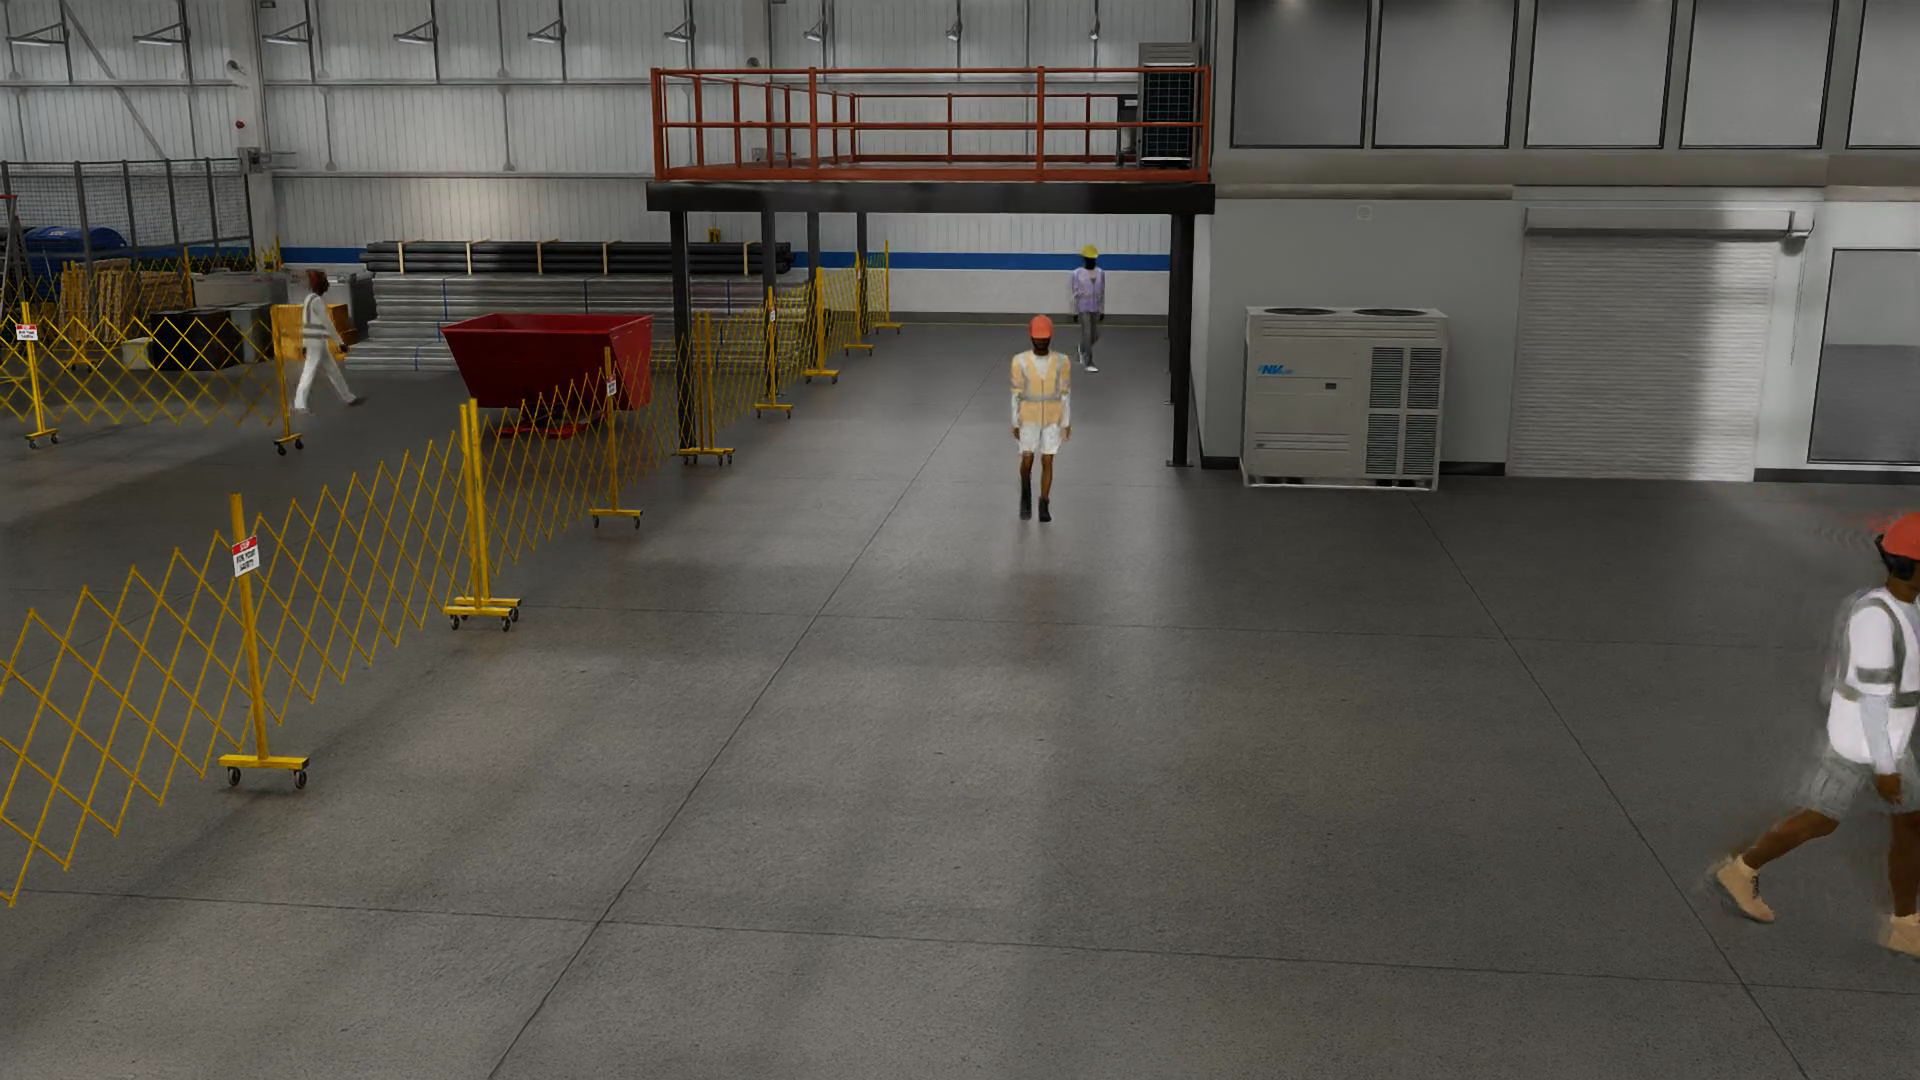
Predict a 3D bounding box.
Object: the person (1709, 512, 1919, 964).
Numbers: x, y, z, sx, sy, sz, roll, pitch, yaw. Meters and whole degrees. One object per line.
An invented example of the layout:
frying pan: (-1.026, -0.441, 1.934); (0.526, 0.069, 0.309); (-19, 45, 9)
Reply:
person: (3.895, 0.831, 7.249); (0.604, 2.005, 1.020); (-12, 18, -40)

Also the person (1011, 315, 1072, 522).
person: (0.756, -1.104, 15.307); (0.552, 1.923, 0.470); (-1, 14, -4)

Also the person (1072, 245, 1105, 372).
person: (1.934, -3.515, 25.195); (0.589, 1.909, 0.639); (-7, 16, -28)

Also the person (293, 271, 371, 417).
person: (-8.109, -2.503, 21.208); (1.005, 1.823, 0.588); (-7, 15, -26)
